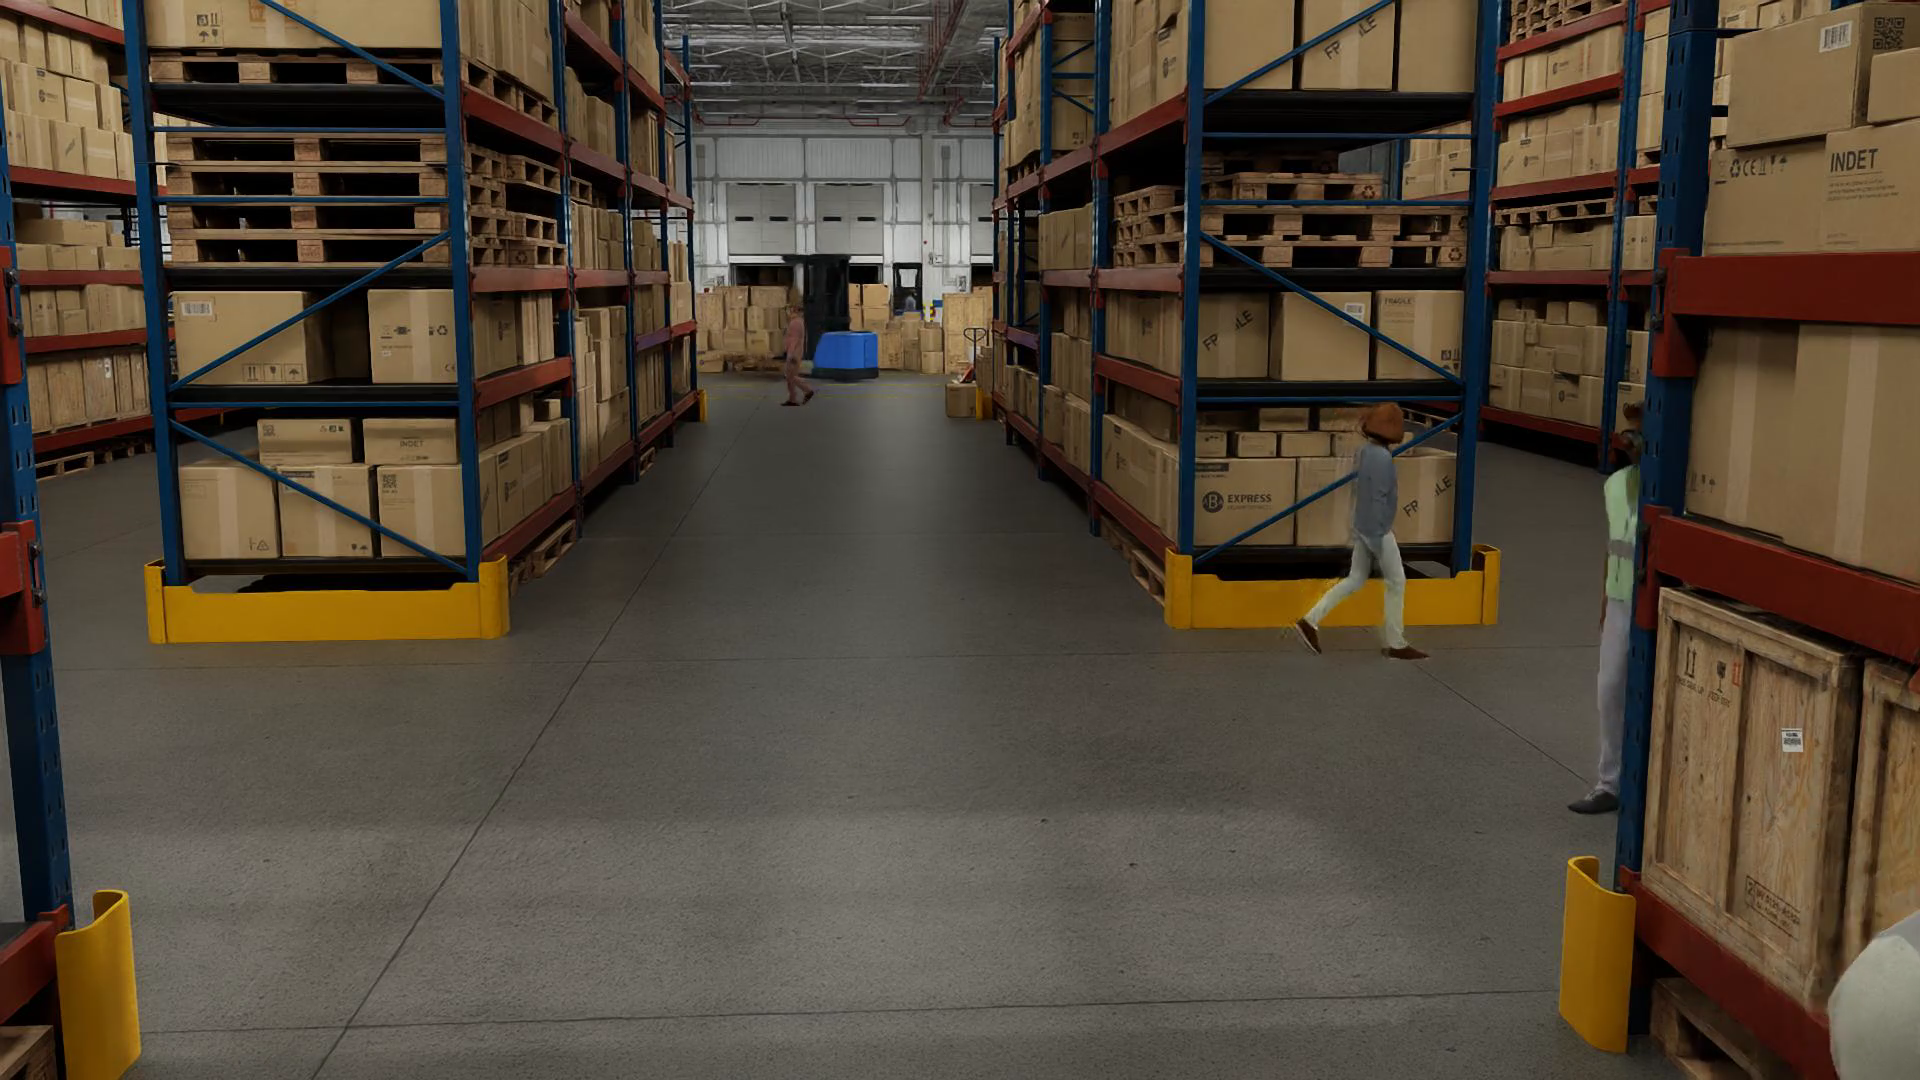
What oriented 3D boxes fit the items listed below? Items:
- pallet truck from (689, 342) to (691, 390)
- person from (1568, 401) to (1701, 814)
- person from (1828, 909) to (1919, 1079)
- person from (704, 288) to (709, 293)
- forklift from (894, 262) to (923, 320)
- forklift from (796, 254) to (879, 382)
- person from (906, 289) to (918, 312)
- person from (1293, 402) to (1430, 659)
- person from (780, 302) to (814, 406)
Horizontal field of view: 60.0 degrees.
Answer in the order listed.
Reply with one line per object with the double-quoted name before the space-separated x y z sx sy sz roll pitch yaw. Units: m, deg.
"pallet truck" -5.225 -3.008 27.480 1.885 1.965 0.823 2 9 14
"person" 3.040 0.301 7.243 0.672 1.823 0.579 -4 10 -22
"person" 1.280 1.072 1.816 0.628 2.005 0.907 -1 9 -5
"person" -9.718 -8.785 64.110 0.337 1.881 0.585 0 9 1
"forklift" -1.918 -8.863 61.485 1.129 2.768 1.873 -1 9 -4
"forklift" -2.829 -4.968 37.022 1.873 2.768 1.129 7 11 37
"person" -1.442 -7.212 54.146 0.883 1.906 0.661 -3 9 -17
"person" 2.474 -0.054 10.192 0.769 1.602 0.501 0 9 -1
"person" -2.955 -3.328 29.838 0.494 1.881 0.673 -1 9 -7
